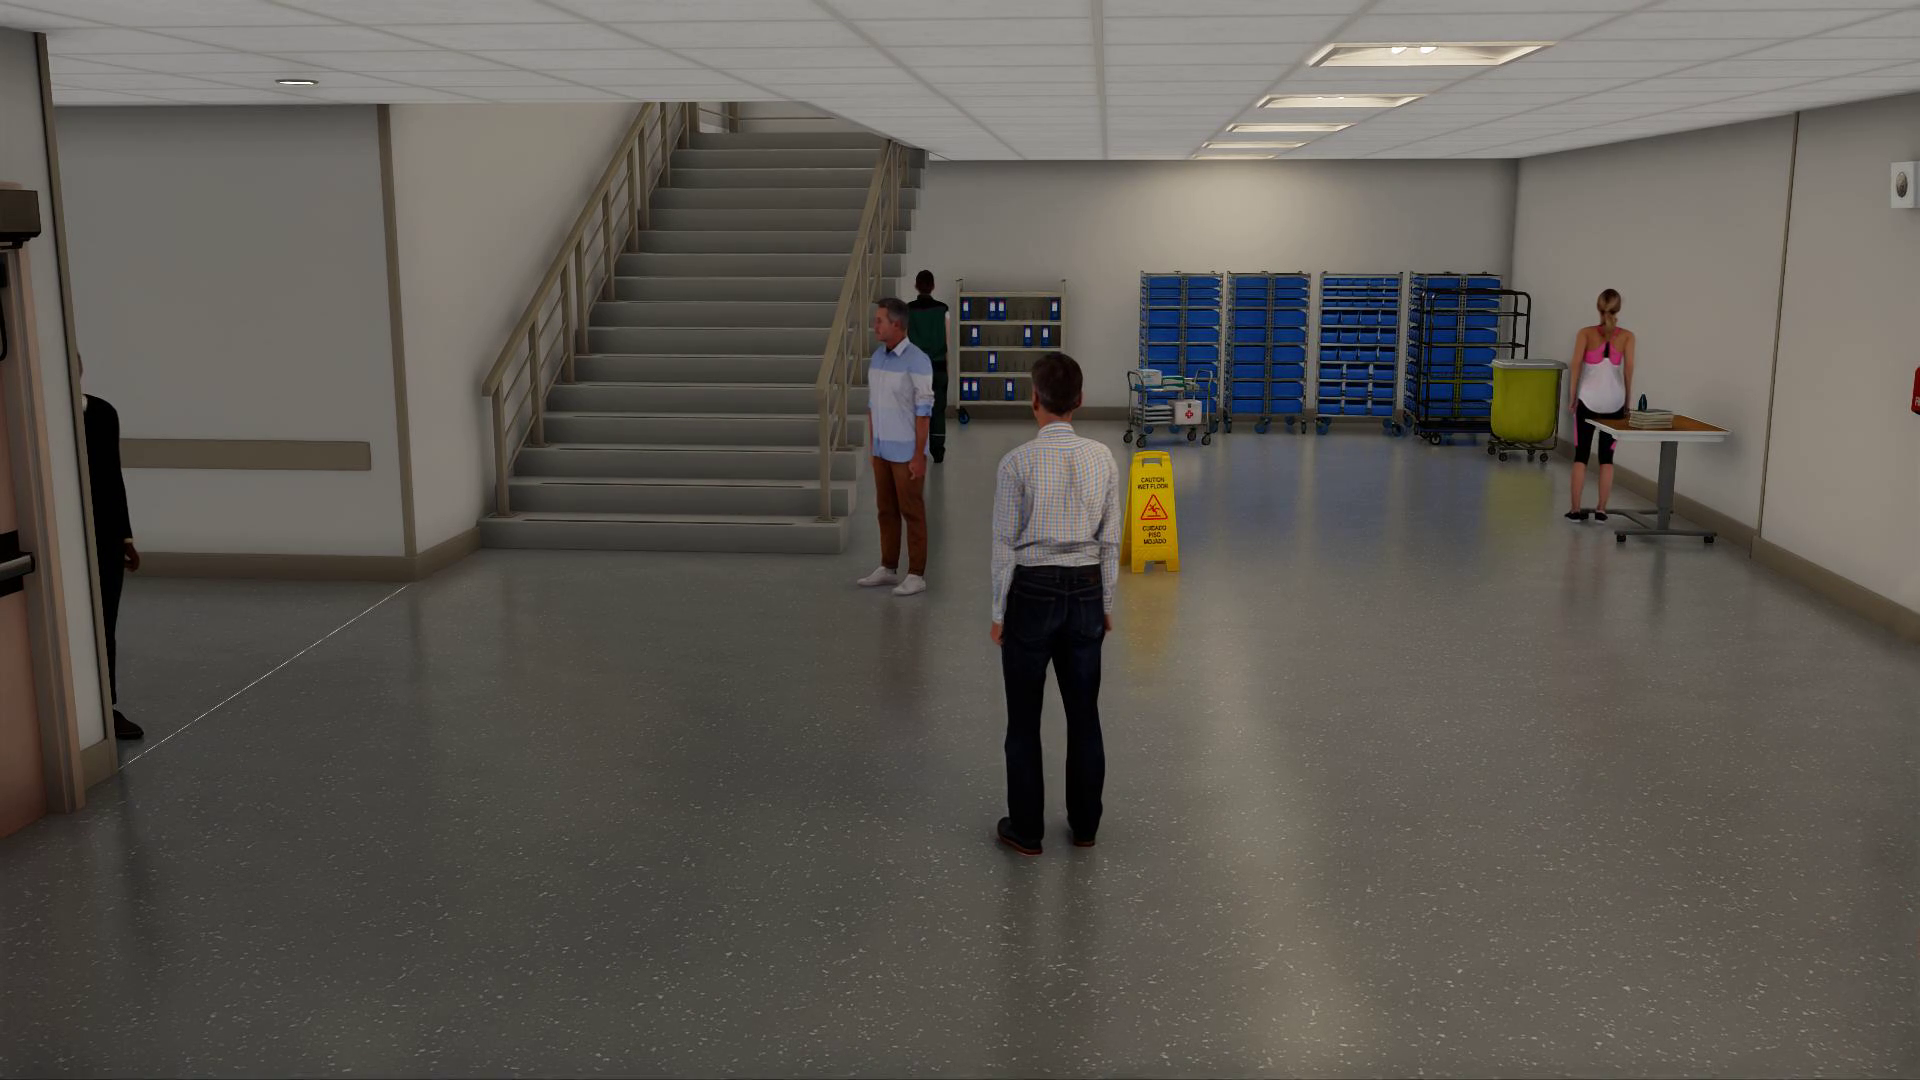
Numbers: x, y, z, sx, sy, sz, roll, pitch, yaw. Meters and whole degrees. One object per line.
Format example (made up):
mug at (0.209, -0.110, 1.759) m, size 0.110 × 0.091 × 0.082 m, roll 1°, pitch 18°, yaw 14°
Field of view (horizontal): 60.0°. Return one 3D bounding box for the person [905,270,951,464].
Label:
person at (-0.319, -1.673, 15.988) m, size 0.639 × 1.842 × 0.582 m, roll 0°, pitch 11°, yaw 0°

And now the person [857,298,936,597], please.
person at (-0.375, -0.588, 10.313) m, size 0.813 × 1.825 × 0.762 m, roll -10°, pitch 14°, yaw -41°

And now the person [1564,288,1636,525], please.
person at (4.880, -1.013, 12.662) m, size 0.627 × 1.784 × 0.552 m, roll 2°, pitch 11°, yaw 12°

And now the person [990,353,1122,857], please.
person at (0.339, 0.227, 6.043) m, size 0.723 × 1.816 × 0.704 m, roll -4°, pitch 11°, yaw -19°
